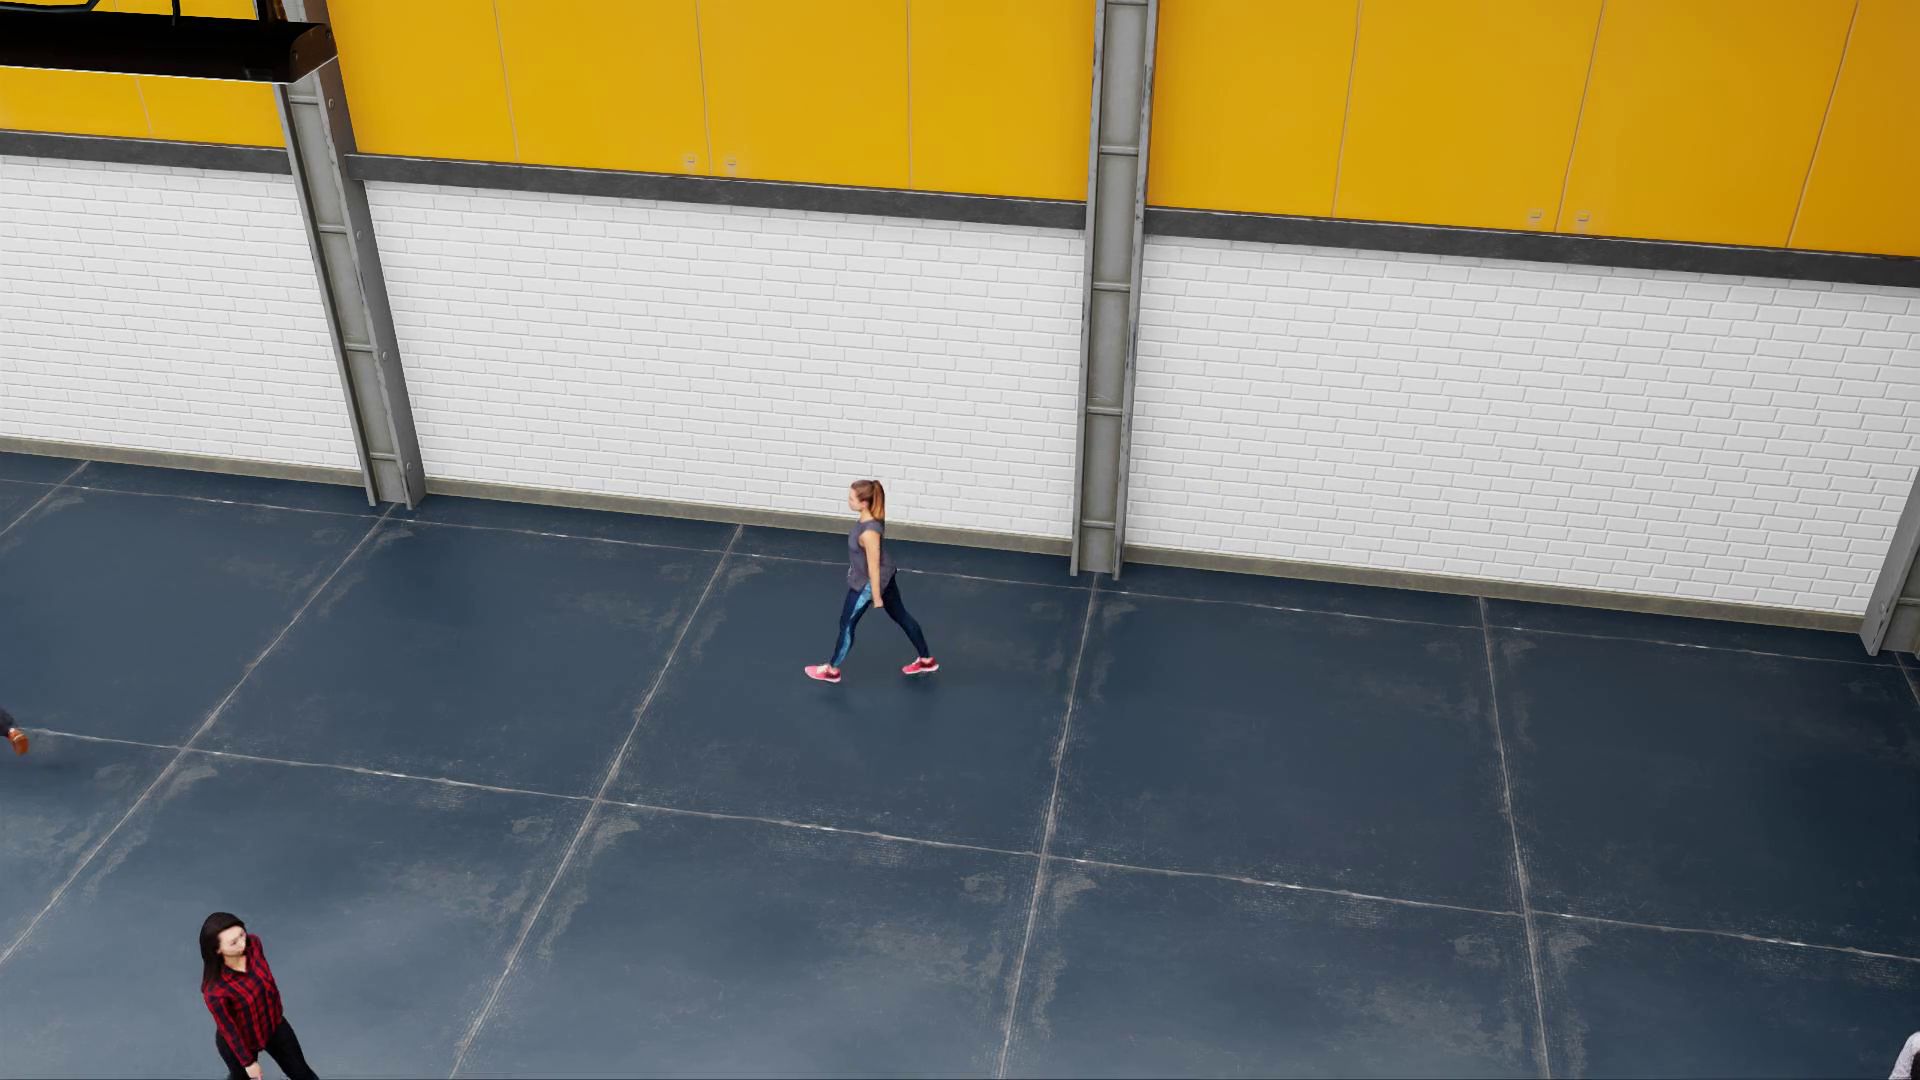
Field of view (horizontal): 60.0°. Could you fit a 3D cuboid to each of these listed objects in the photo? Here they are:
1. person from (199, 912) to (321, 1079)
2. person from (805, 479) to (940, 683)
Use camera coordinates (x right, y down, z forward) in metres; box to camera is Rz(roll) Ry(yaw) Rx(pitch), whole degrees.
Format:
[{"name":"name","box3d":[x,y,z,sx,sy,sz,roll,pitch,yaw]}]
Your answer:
[{"name":"person","box3d":[-3.696,2.504,8.476,1.063,1.614,0.651,8,34,12]},{"name":"person","box3d":[-0.521,0.318,11.711,1.197,1.673,0.627,2,34,3]}]
